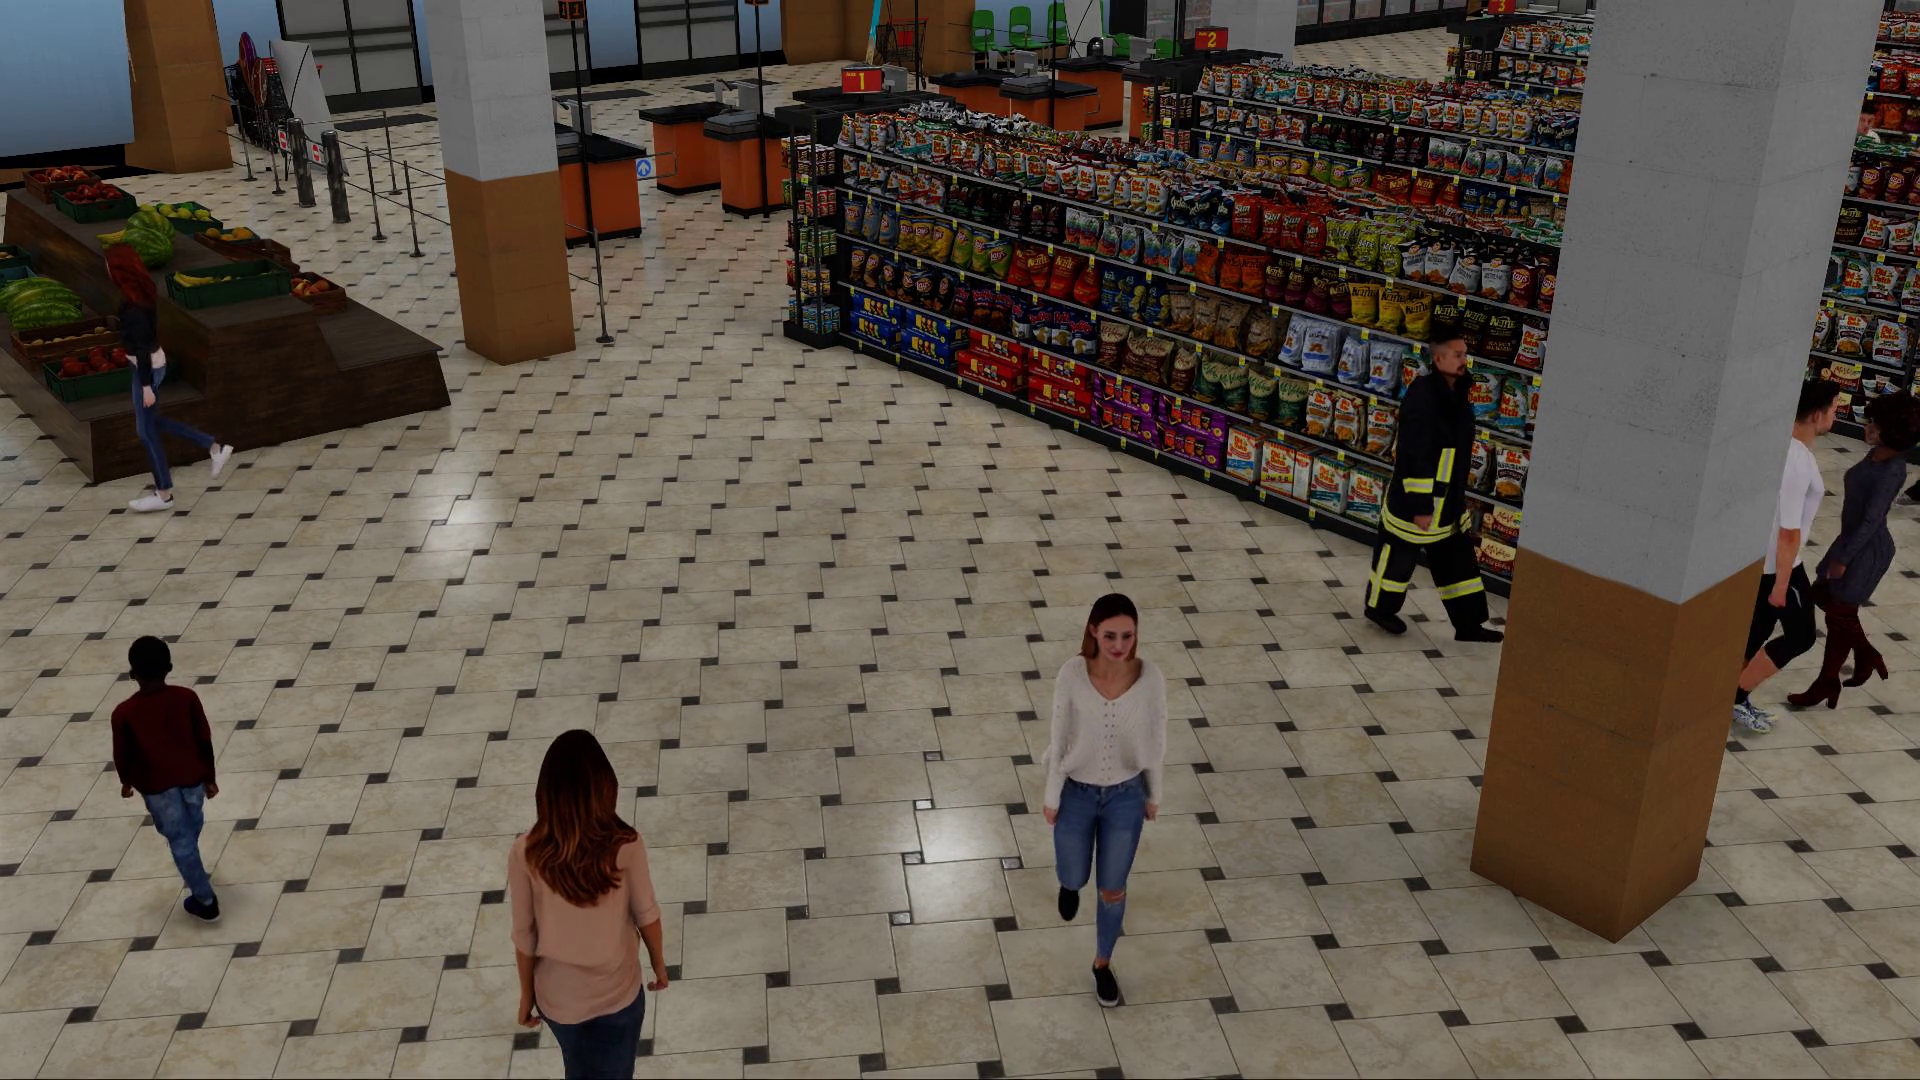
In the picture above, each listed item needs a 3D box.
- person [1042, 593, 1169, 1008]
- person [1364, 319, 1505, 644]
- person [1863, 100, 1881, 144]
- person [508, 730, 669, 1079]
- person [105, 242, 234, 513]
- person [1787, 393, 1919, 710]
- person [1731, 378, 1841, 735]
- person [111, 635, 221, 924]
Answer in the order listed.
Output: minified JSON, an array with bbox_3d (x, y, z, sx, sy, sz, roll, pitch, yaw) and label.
[{"bbox_3d":[0.522,0.951,6.401,0.892,1.678,0.977,-1,24,-2],"label":"person"},{"bbox_3d":[2.493,-0.316,9.105,0.746,1.831,1.015,-19,30,-36],"label":"person"},{"bbox_3d":[8.615,-3.287,15.961,1.105,1.780,0.755,19,30,37],"label":"person"},{"bbox_3d":[-1.151,1.449,5.141,0.784,1.776,0.848,-2,24,-5],"label":"person"},{"bbox_3d":[-5.228,-1.078,10.911,0.839,1.781,0.937,-12,26,-25],"label":"person"},{"bbox_3d":[4.580,0.093,8.332,0.835,1.702,0.771,9,25,20],"label":"person"},{"bbox_3d":[3.909,0.090,8.170,0.851,1.839,0.797,4,24,8],"label":"person"},{"bbox_3d":[-3.213,1.013,6.834,0.886,1.219,0.569,20,31,38],"label":"person"}]
